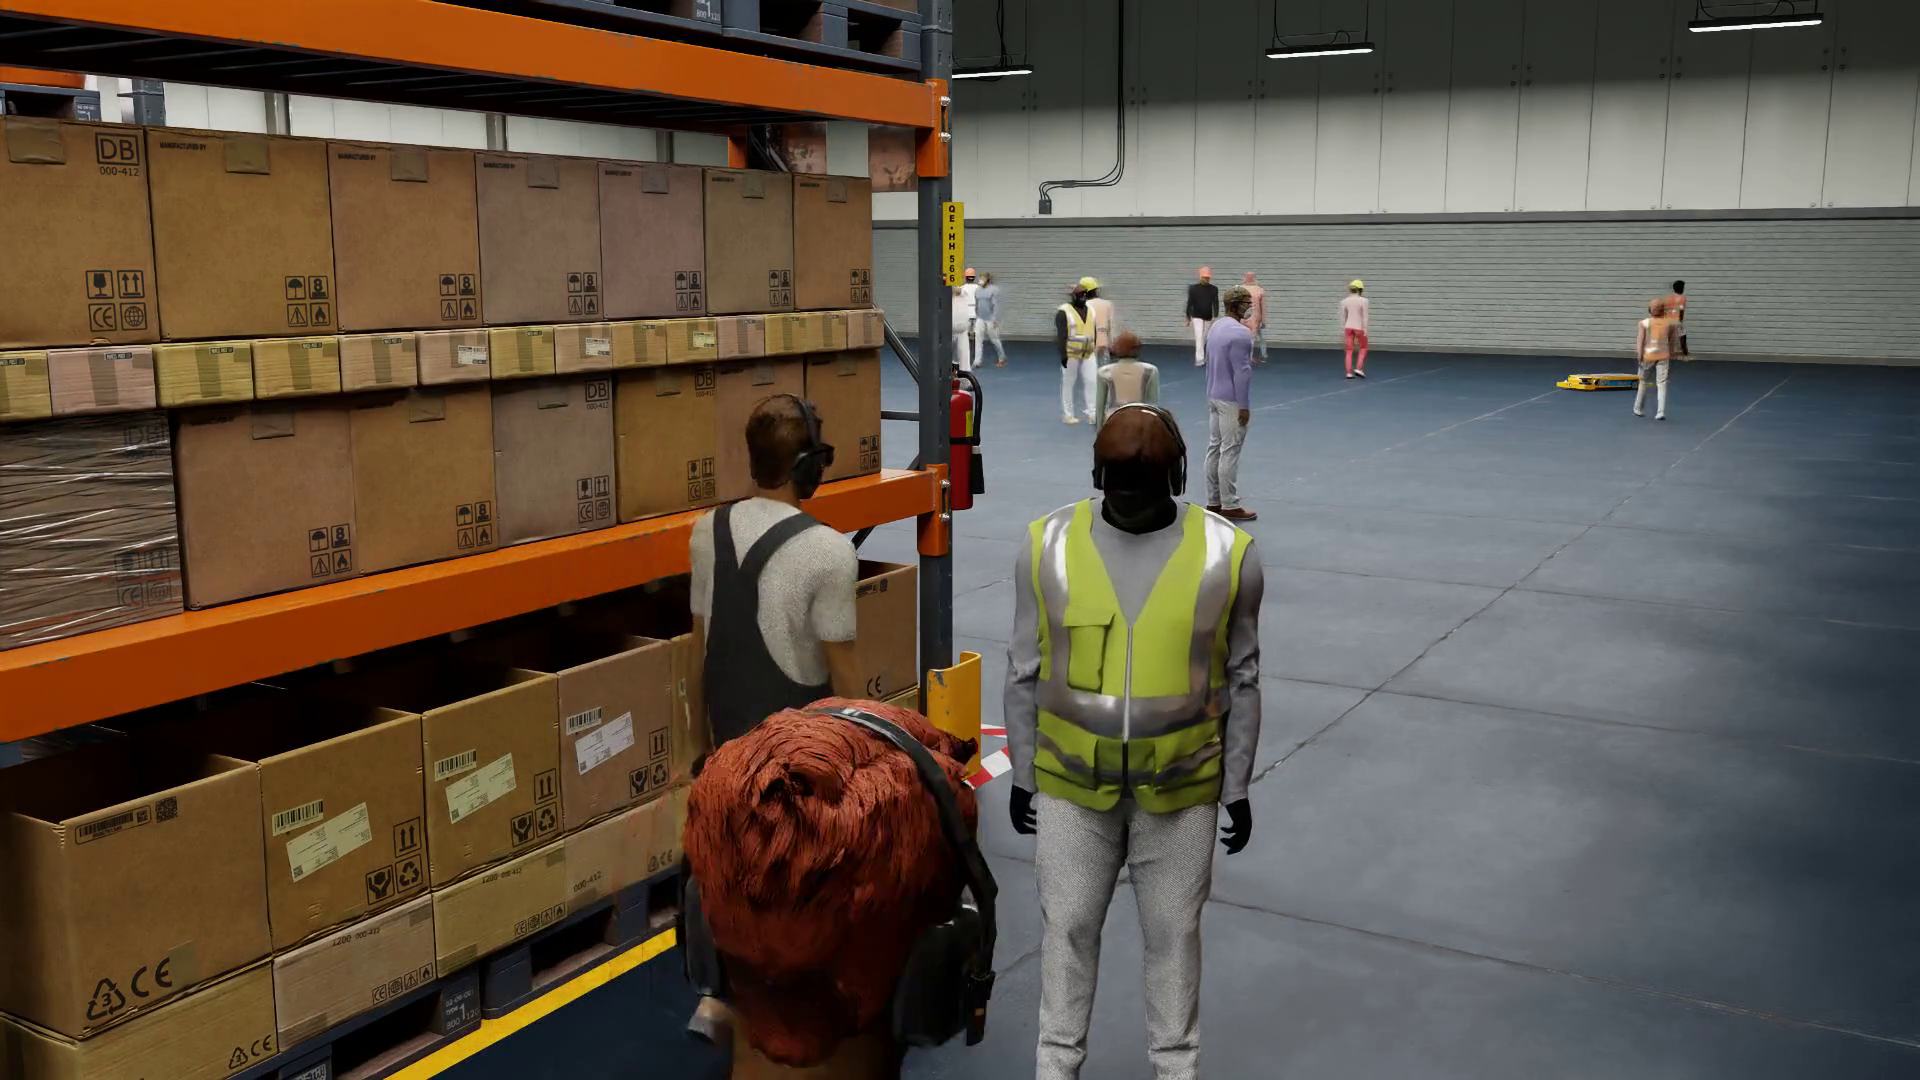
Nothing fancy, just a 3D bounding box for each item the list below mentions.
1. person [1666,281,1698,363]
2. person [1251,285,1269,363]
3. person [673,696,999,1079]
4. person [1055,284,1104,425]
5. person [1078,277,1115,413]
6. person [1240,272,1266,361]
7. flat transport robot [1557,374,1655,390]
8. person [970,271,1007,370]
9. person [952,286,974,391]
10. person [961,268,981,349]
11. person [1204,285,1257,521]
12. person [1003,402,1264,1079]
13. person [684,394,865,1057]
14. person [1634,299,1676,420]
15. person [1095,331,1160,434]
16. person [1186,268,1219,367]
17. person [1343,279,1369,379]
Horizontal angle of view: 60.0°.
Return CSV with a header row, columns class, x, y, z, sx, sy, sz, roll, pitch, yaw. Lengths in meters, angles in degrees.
class,x,y,z,sx,sy,sz,roll,pitch,yaw
person,14.682,-4.442,33.914,0.830,1.658,0.555,-3,10,-16
person,6.058,-4.359,33.694,0.562,1.584,0.689,-5,11,-29
person,-0.116,1.041,1.237,0.594,1.873,0.453,5,11,29
person,1.566,-2.365,21.348,0.646,1.808,0.830,-5,11,-27
person,1.854,-2.680,22.973,0.693,1.889,0.412,-8,12,-38
person,5.598,-4.248,32.251,0.665,1.855,0.990,3,10,17
flat transport robot,10.581,-2.601,27.242,1.431,0.197,0.652,-4,10,-20
person,0.558,-4.227,32.011,0.640,1.911,0.940,7,12,36
person,-0.094,-3.337,26.928,0.662,1.858,0.989,-7,12,-36
person,0.209,-4.558,33.831,0.551,1.935,0.375,-4,10,-21
person,2.235,-1.133,13.780,0.379,1.937,0.629,-2,10,-14
person,0.410,0.585,4.017,0.621,1.837,0.429,1,10,8
person,-0.463,0.534,4.329,0.547,1.827,0.417,6,12,33
person,9.332,-2.422,22.326,0.516,1.596,0.850,2,10,9
person,1.319,-0.849,13.118,0.524,1.585,0.895,1,10,6
person,4.811,-4.381,32.769,0.606,1.936,0.994,-2,10,-14
person,7.058,-3.748,29.587,0.538,1.750,0.501,9,13,43
